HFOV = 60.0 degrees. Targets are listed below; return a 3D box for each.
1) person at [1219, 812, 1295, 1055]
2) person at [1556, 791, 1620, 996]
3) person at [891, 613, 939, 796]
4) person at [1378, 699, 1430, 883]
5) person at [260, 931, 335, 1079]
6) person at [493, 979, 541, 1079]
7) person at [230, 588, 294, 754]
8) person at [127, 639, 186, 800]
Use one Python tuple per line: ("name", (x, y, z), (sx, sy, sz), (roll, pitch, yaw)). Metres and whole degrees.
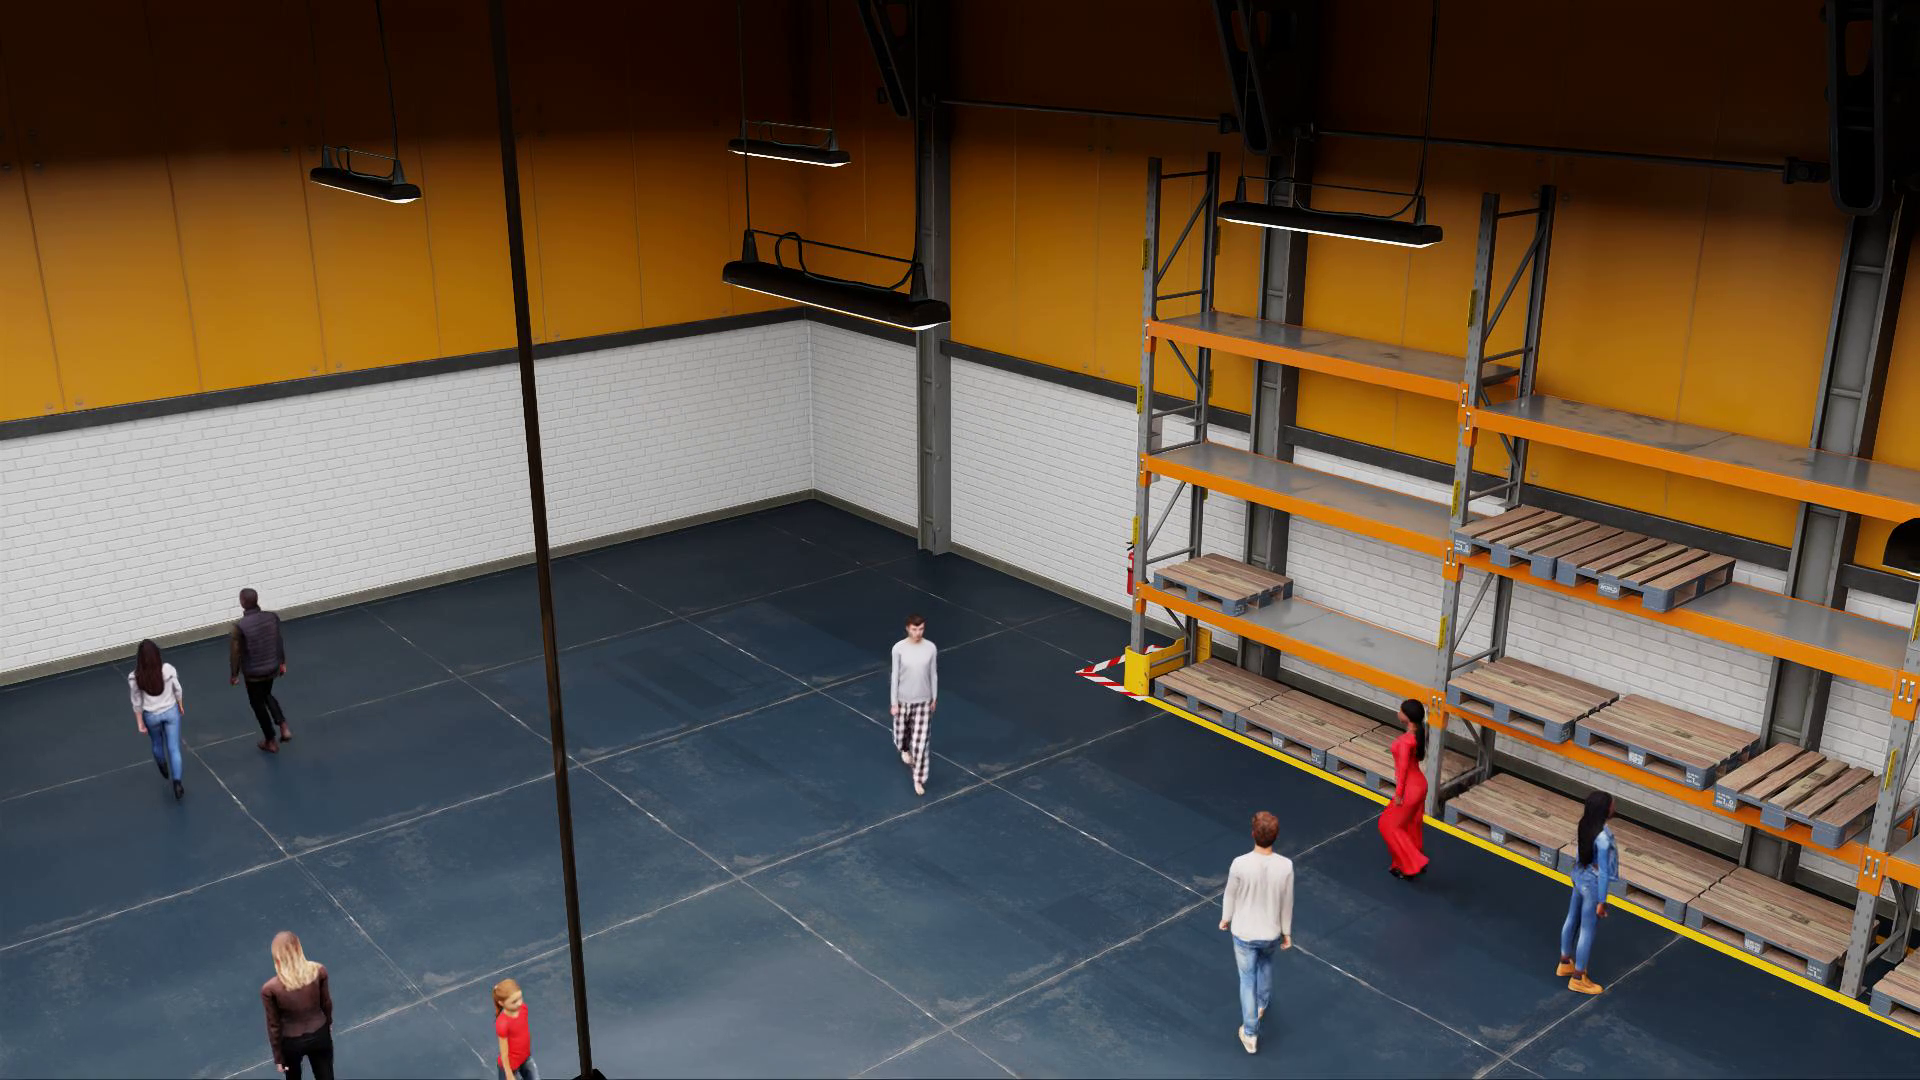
("person", (2.241, 2.982, 12.467), (0.967, 1.879, 1.062), (-1, 19, -3))
("person", (5.033, 2.787, 13.309), (0.739, 1.711, 0.656), (0, 19, -1))
("person", (-0.486, 1.587, 16.693), (0.972, 1.826, 1.114), (-2, 19, -7))
("person", (4.053, 2.267, 14.755), (0.775, 1.774, 0.722), (13, 23, 34))
("person", (-4.428, 3.477, 11.340), (0.678, 1.660, 1.127), (-13, 22, -33))
("person", (-3.151, 3.614, 11.538), (0.960, 1.275, 0.741), (8, 20, 22))
("person", (-7.234, 1.383, 17.306), (0.824, 1.821, 0.809), (11, 21, 29))
("person", (-7.875, 1.796, 16.446), (0.798, 1.588, 1.128), (-9, 20, -24))
